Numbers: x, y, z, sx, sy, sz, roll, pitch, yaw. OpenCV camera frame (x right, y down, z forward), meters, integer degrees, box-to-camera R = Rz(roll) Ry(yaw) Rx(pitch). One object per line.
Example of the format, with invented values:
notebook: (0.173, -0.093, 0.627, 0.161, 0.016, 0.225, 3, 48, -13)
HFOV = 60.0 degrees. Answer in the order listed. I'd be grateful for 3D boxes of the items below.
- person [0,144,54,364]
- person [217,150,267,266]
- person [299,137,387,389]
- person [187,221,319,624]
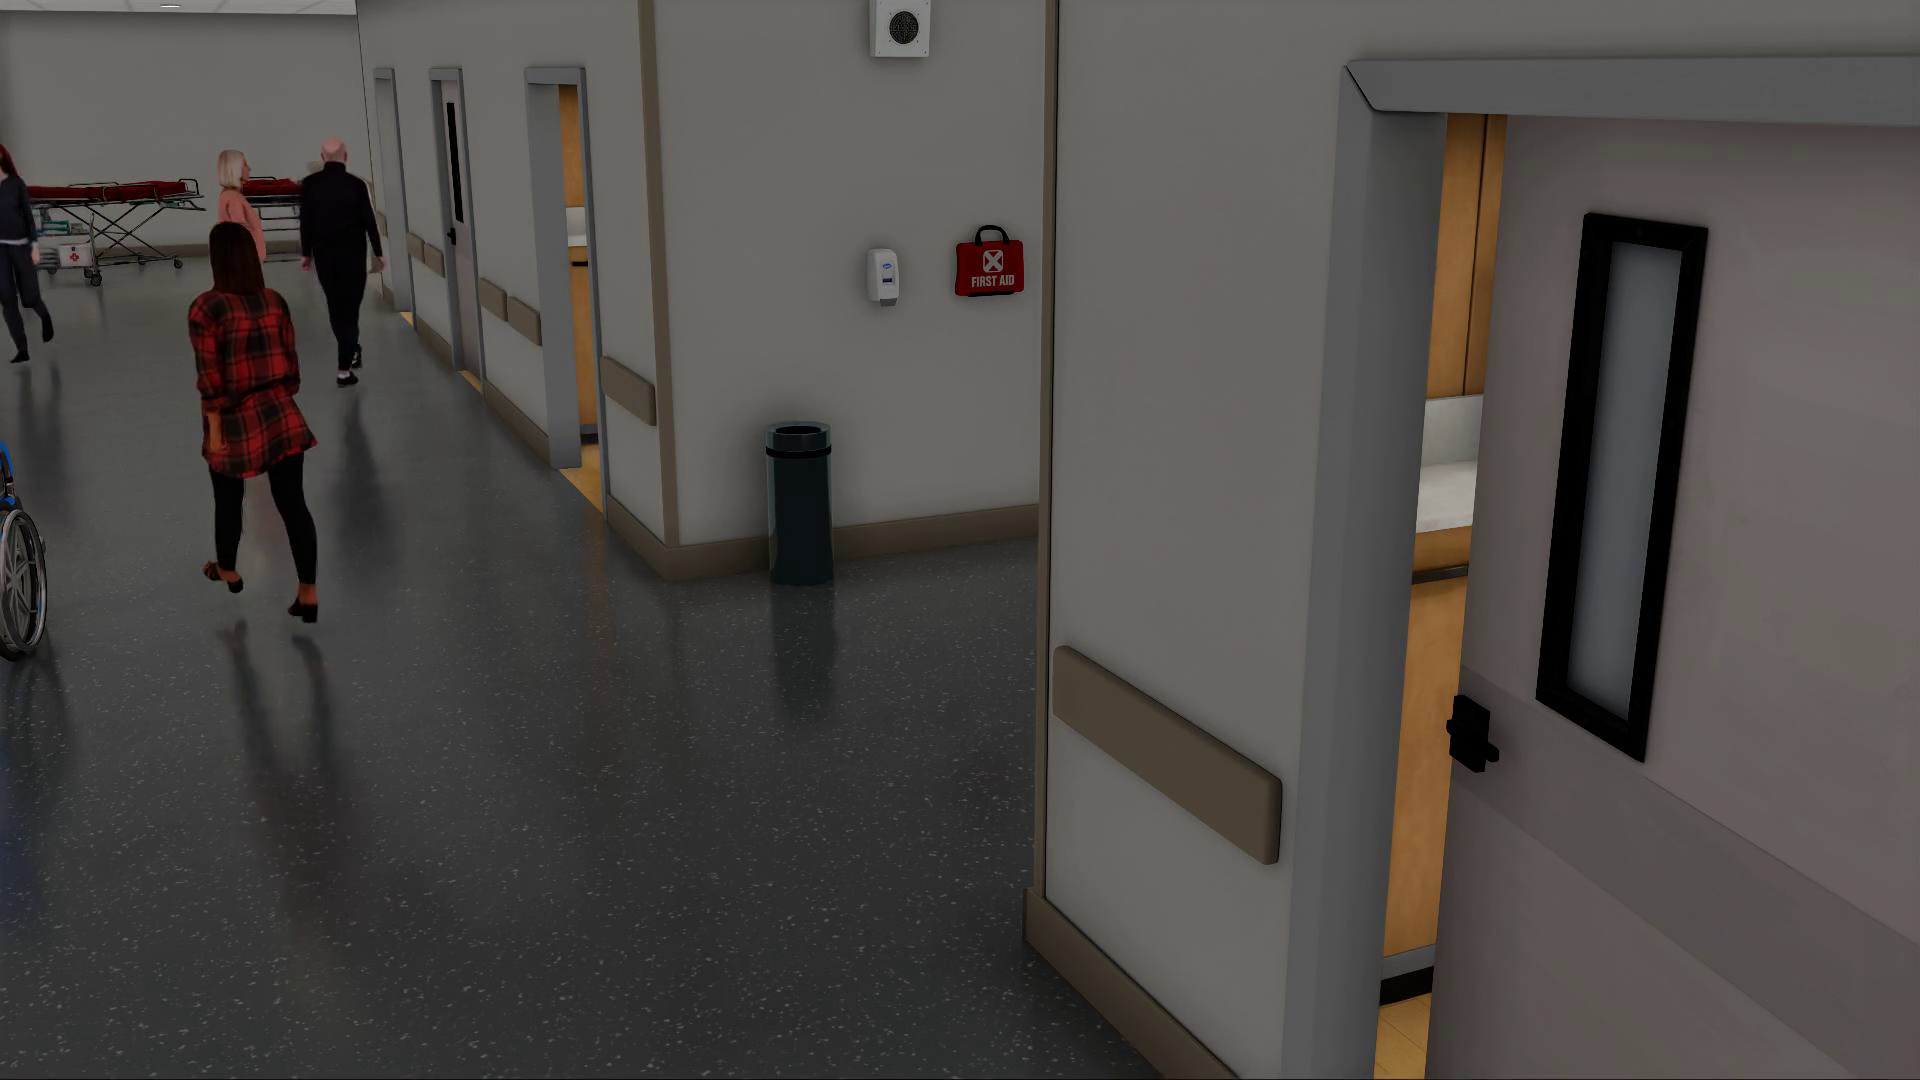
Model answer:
person: (-7.641, -2.315, 13.402, 0.691, 1.752, 0.994, -4, 16, -16)
person: (-5.479, -2.102, 12.697, 0.680, 1.725, 0.489, -9, 18, -30)
person: (-4.563, -1.993, 12.197, 0.994, 1.785, 1.270, -1, 16, -3)
person: (-2.895, -0.437, 6.930, 1.191, 1.648, 0.928, 14, 21, 40)
